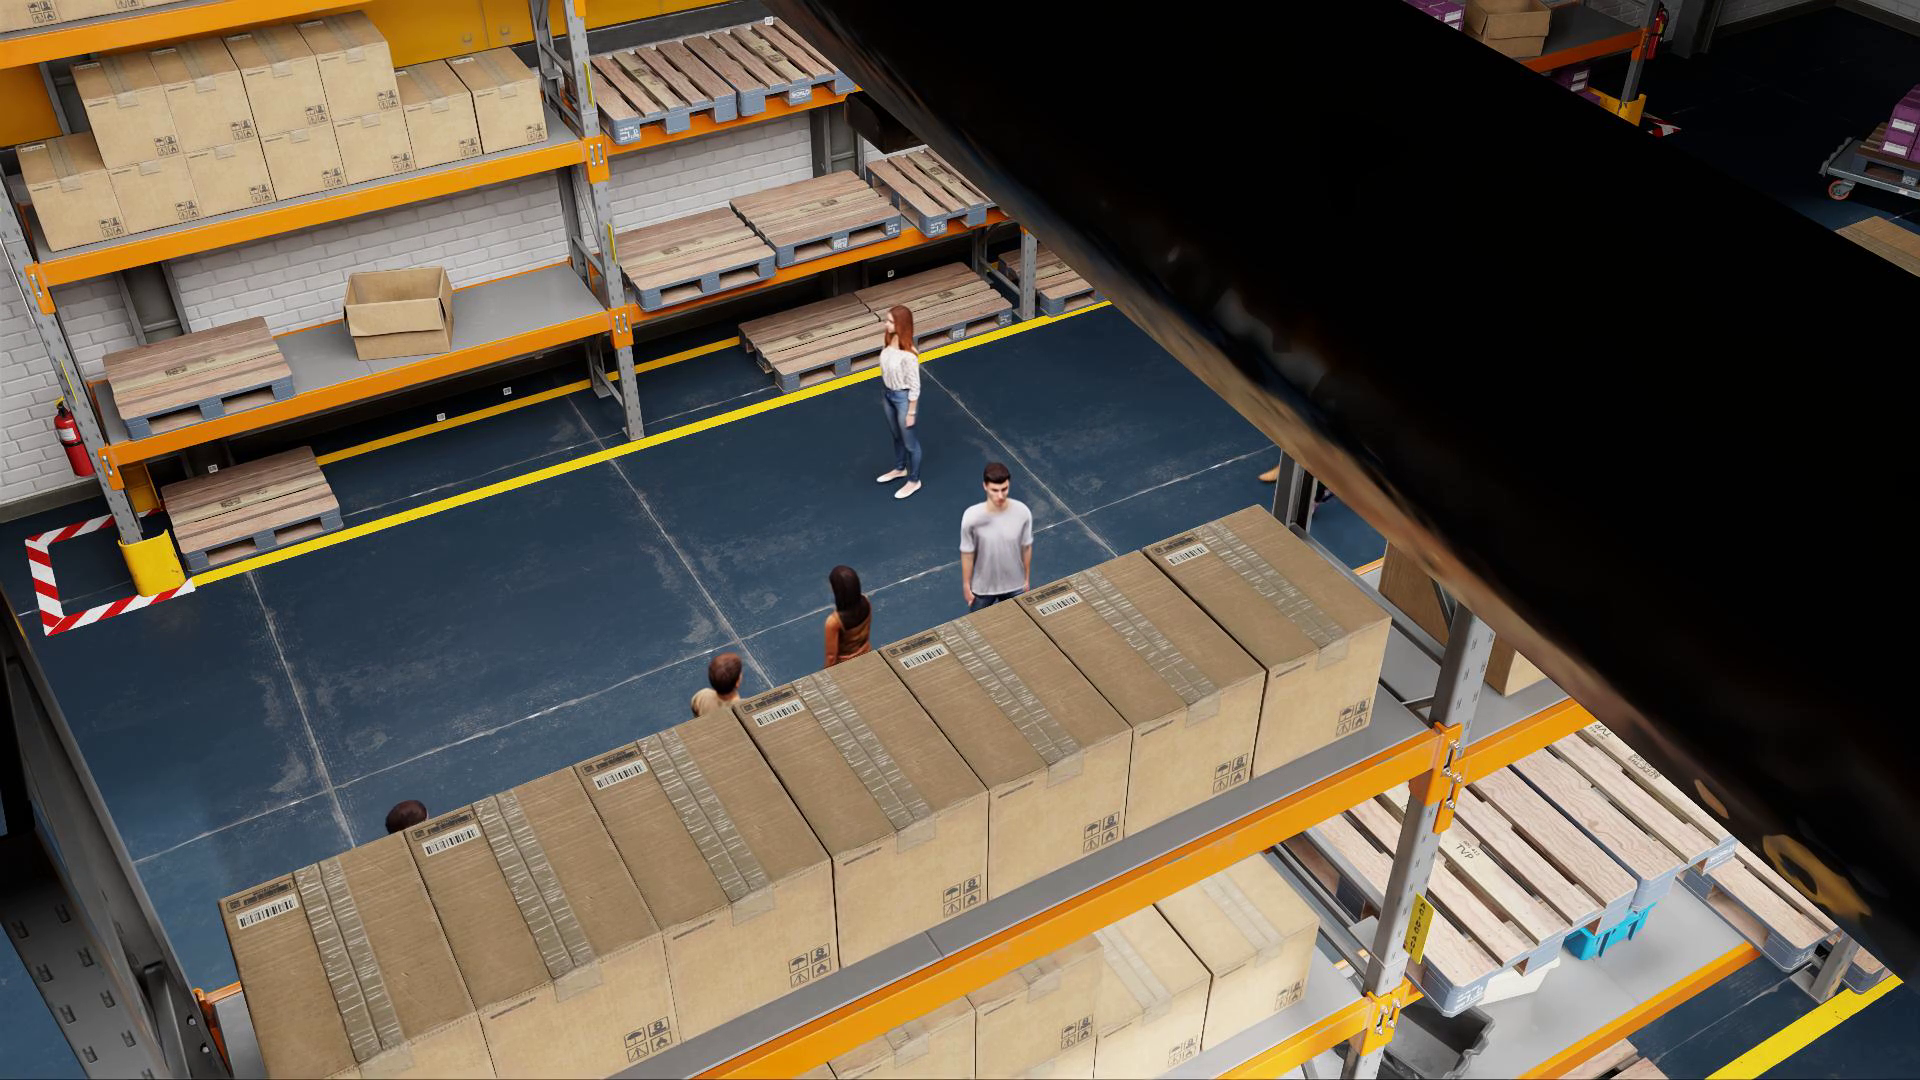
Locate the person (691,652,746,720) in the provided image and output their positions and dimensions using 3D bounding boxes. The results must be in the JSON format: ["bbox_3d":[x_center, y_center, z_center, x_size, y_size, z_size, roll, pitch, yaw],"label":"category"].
[{"bbox_3d":[-1.354,1.412,10.091,0.753,1.851,0.779,15,41,18],"label":"person"}]

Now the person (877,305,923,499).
[{"bbox_3d":[-0.464,-1.132,13.375,0.499,1.728,0.572,-21,43,-24],"label":"person"}]

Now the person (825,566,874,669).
[{"bbox_3d":[-0.712,0.860,10.915,0.700,1.684,0.589,22,44,25],"label":"person"}]

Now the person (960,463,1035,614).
[{"bbox_3d":[0.258,0.240,11.530,0.613,1.887,0.783,-9,39,-11],"label":"person"}]
